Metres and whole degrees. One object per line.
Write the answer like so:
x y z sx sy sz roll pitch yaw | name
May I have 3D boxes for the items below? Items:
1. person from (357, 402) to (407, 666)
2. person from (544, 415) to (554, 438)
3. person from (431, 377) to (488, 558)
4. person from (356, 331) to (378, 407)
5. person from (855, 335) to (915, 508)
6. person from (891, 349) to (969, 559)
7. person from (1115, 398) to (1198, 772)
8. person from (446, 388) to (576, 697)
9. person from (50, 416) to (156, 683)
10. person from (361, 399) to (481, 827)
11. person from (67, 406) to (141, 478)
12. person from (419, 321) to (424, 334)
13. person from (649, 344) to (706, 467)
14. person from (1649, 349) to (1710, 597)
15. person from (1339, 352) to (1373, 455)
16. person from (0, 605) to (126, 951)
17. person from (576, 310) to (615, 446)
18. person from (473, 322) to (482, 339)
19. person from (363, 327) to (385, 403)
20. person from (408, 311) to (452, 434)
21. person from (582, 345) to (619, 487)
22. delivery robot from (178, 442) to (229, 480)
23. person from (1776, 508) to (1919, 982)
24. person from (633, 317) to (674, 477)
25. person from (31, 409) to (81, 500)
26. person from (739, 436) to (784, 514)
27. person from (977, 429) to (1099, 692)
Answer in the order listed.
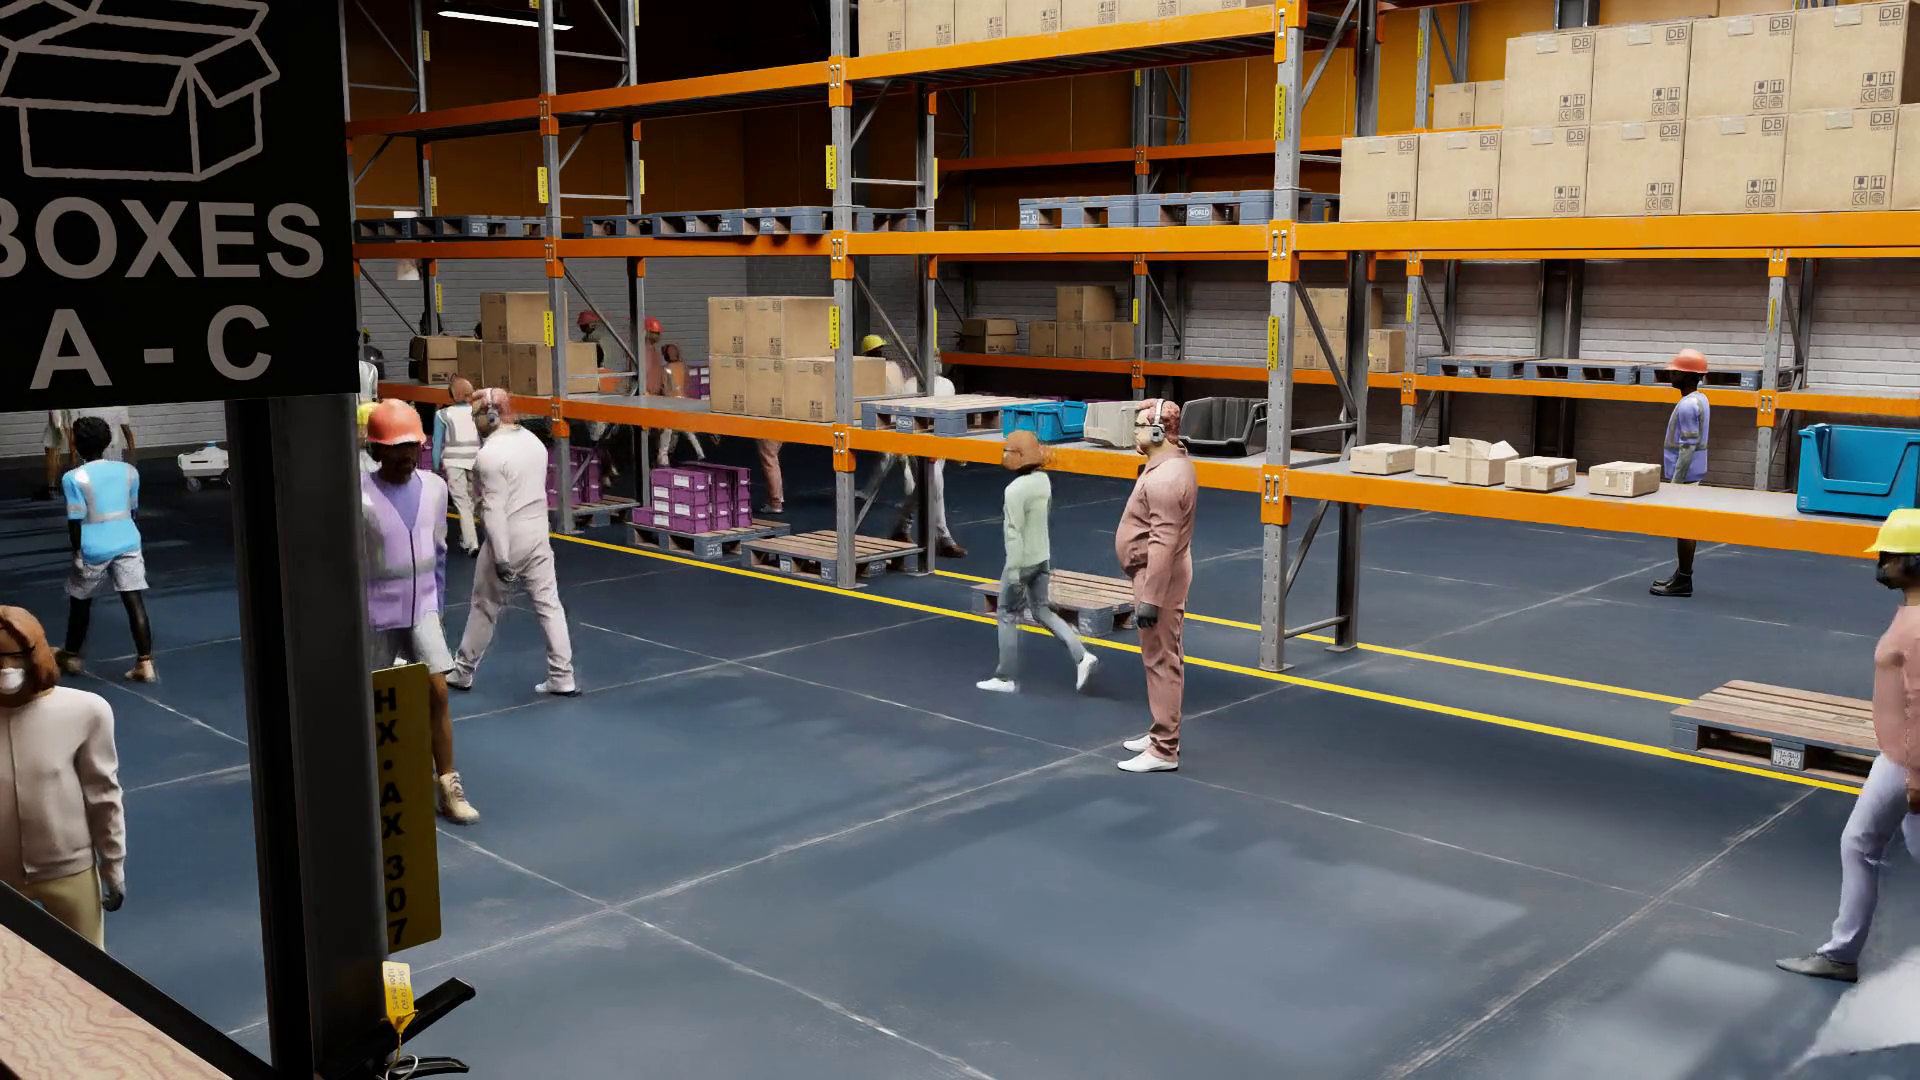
-3.880 -0.032 10.685 0.568 1.720 0.509 -1 9 -7 | person
-6.251 -2.467 25.274 0.550 1.838 0.663 -4 10 -22 | person
-4.428 -0.651 14.853 0.524 1.603 0.827 -6 11 -34 | person
-6.214 -1.190 17.033 0.603 1.966 0.367 -9 13 -44 | person
-0.836 -1.255 17.784 0.960 1.848 0.658 3 10 20 | person
-0.303 -0.811 14.967 1.007 1.896 0.633 8 12 39 | person
0.998 0.230 8.513 0.409 1.909 0.641 2 9 12 | person
-2.760 0.019 9.959 0.998 1.852 0.661 4 10 23 | person
-5.351 0.058 10.335 0.876 1.642 0.539 5 11 29 | person
-2.710 0.312 7.815 1.050 1.990 0.618 8 12 39 | person
-7.387 -0.678 14.316 0.941 1.836 0.529 8 12 41 | person
-7.541 -2.218 23.655 1.025 1.860 0.617 6 11 34 | person
-3.631 -1.716 21.369 0.824 1.605 0.531 6 11 31 | person
5.650 -0.522 13.016 0.347 1.943 0.544 5 11 29 | person
4.343 -1.293 18.276 0.328 1.769 0.526 4 10 21 | person
-2.670 0.980 4.780 0.504 1.626 0.284 -5 10 -27 | person
-5.247 -2.354 24.164 0.641 1.973 0.637 -8 12 -39 | person
-6.308 -1.972 22.197 0.562 1.840 0.739 -3 10 -18 | person
-8.217 -2.049 22.869 0.608 1.776 0.801 -2 10 -13 | person
-7.028 -2.061 22.151 0.682 2.000 0.538 0 9 1 | person
-4.235 -1.453 19.491 0.381 1.681 0.544 5 11 29 | person
-8.672 -0.898 19.277 0.707 0.478 0.477 -3 10 -20 | delivery robot
3.421 0.757 5.826 0.811 1.738 0.522 6 11 31 | person
-3.737 -1.741 20.399 0.666 1.969 0.600 3 10 17 | person
-9.827 -1.358 18.319 0.952 1.894 0.536 3 10 18 | person
-2.045 -1.217 17.460 0.587 1.888 0.649 7 11 35 | person
0.461 0.141 9.942 0.691 1.613 0.497 6 11 33 | person
